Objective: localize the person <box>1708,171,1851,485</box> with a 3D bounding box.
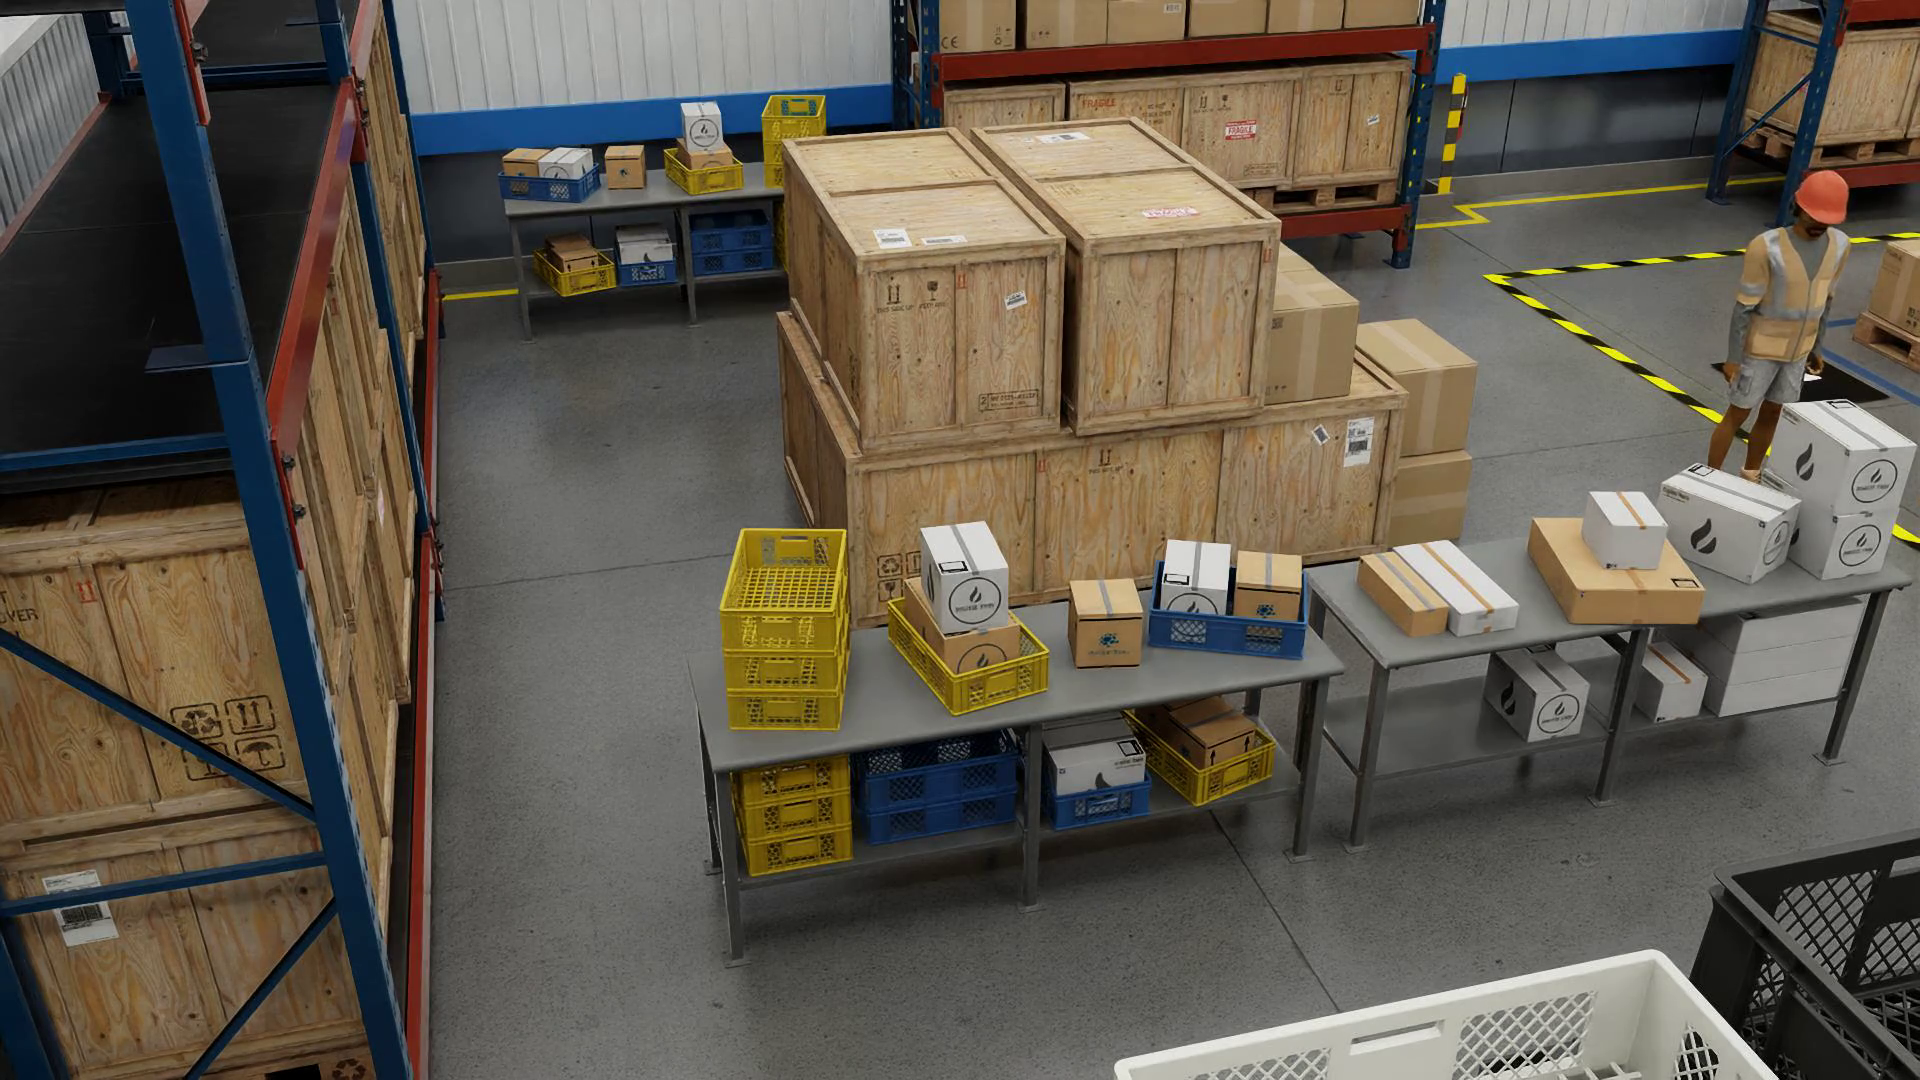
[{"bbox_3d":[4.541,-1.053,9.204,0.613,2.028,0.399,-6,29,-11],"label":"person"}]
